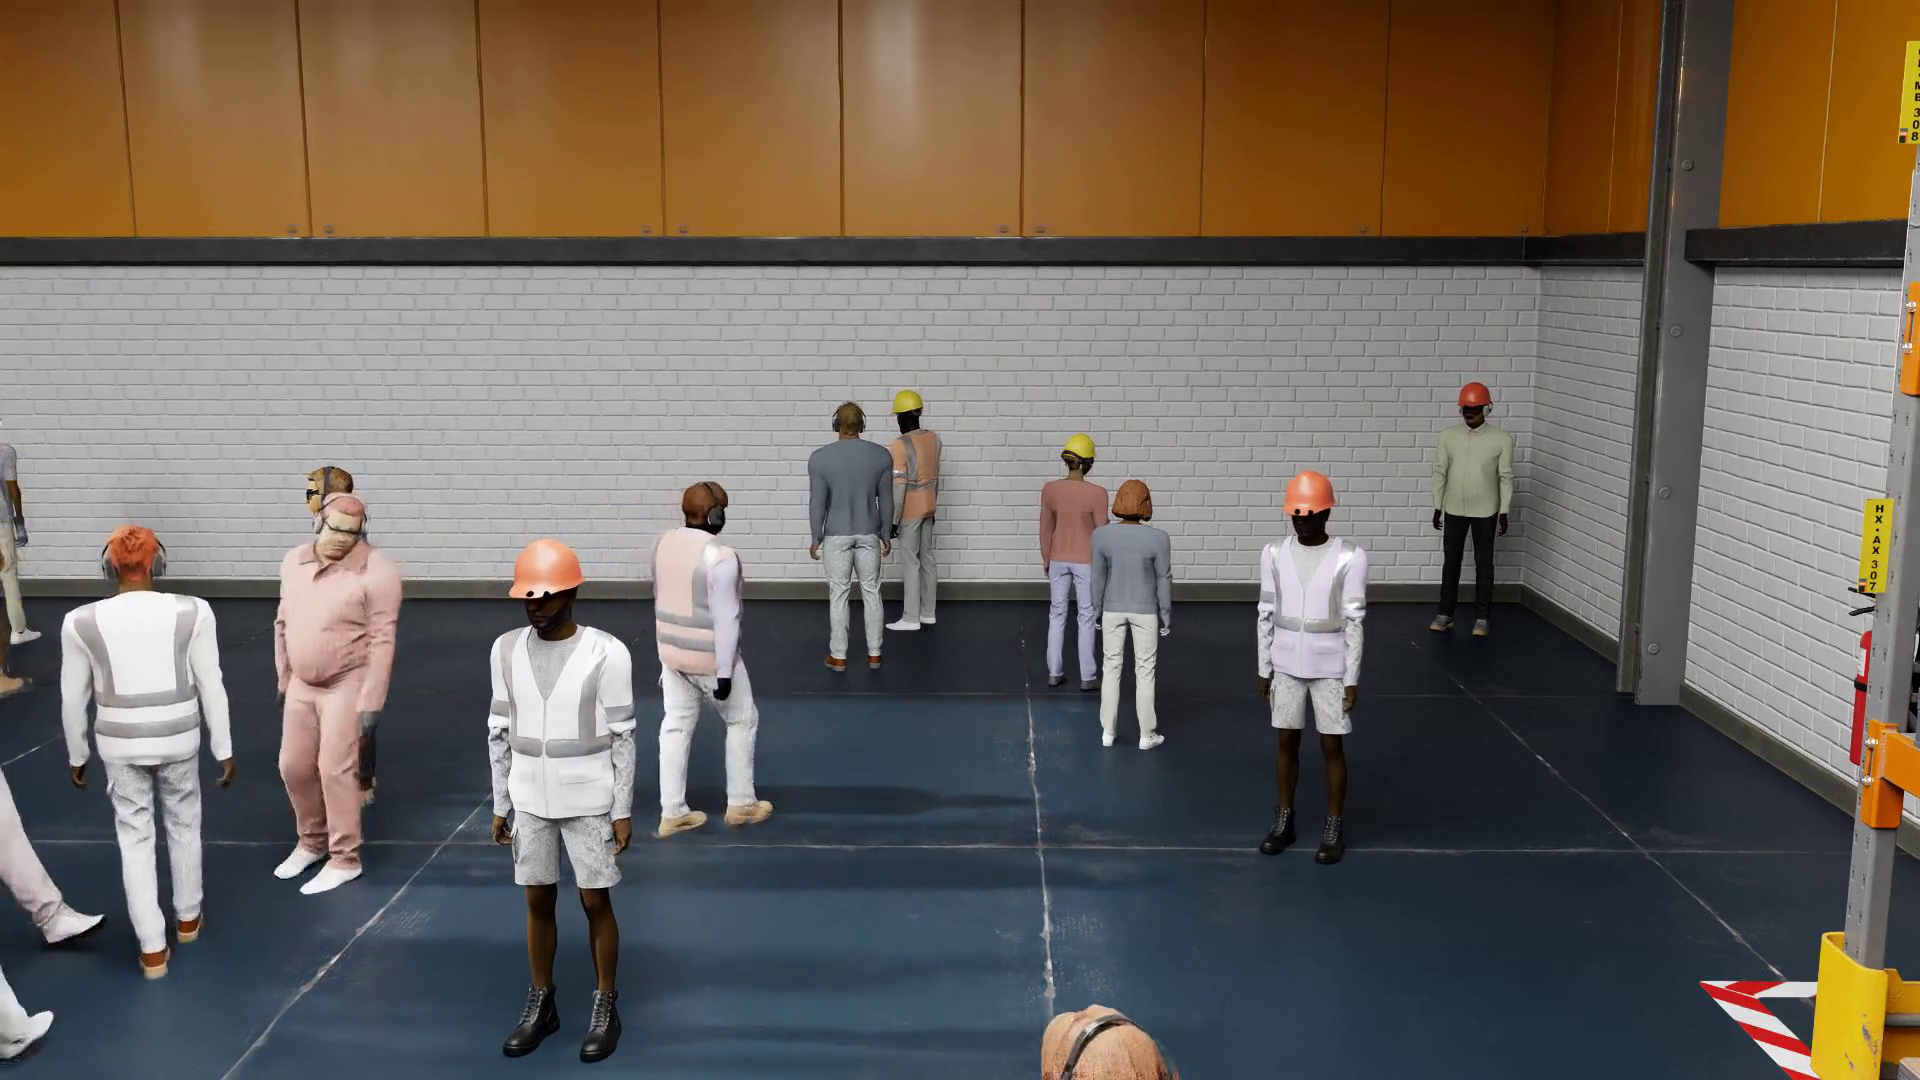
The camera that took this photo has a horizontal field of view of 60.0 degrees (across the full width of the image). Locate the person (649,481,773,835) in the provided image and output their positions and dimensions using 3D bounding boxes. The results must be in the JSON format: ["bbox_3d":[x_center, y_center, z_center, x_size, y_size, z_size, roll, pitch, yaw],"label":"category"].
[{"bbox_3d":[-1.273,0.597,8.575,0.640,1.818,0.733,7,12,37],"label":"person"}]

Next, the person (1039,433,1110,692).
[{"bbox_3d":[0.800,0.153,11.377,0.535,1.767,0.315,6,11,32],"label":"person"}]

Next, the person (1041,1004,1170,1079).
[{"bbox_3d":[0.304,1.632,2.963,0.520,1.614,0.675,-3,10,-19],"label":"person"}]

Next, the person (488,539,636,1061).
[{"bbox_3d":[-1.464,0.951,6.083,0.552,1.936,0.360,2,10,9],"label":"person"}]

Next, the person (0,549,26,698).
[{"bbox_3d":[-6.641,0.114,10.984,0.419,1.997,0.790,3,10,17],"label":"person"}]

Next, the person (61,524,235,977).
[{"bbox_3d":[-3.390,0.844,6.953,0.620,1.874,0.616,-4,10,-25],"label":"person"}]

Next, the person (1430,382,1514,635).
[{"bbox_3d":[4.014,-0.245,13.076,0.614,1.993,0.395,6,11,32],"label":"person"}]

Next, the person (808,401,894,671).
[{"bbox_3d":[-0.781,-0.024,11.921,0.627,1.941,0.371,-3,10,-16],"label":"person"}]

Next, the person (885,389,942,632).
[{"bbox_3d":[-0.381,-0.233,13.214,0.369,1.925,0.586,6,11,32],"label":"person"}]

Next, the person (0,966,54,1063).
[{"bbox_3d":[-3.614,1.161,5.820,0.504,1.592,0.843,2,10,9],"label":"person"}]

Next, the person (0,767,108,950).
[{"bbox_3d":[-4.096,0.882,6.787,0.964,1.843,0.689,0,9,2],"label":"person"}]

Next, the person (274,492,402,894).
[{"bbox_3d":[-2.946,0.707,7.767,0.672,1.877,0.475,4,10,23],"label":"person"}]

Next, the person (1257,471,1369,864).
[{"bbox_3d":[1.694,0.618,8.113,0.539,1.930,0.382,5,11,28],"label":"person"}]

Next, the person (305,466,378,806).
[{"bbox_3d":[-3.331,0.518,8.958,0.344,1.846,0.506,-2,10,-12],"label":"person"}]

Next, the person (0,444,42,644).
[{"bbox_3d":[-7.409,-0.124,12.726,0.517,1.873,0.334,0,9,-3],"label":"person"}]

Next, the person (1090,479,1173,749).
[{"bbox_3d":[1.030,0.446,10.015,0.507,1.633,0.278,3,10,20],"label":"person"}]
